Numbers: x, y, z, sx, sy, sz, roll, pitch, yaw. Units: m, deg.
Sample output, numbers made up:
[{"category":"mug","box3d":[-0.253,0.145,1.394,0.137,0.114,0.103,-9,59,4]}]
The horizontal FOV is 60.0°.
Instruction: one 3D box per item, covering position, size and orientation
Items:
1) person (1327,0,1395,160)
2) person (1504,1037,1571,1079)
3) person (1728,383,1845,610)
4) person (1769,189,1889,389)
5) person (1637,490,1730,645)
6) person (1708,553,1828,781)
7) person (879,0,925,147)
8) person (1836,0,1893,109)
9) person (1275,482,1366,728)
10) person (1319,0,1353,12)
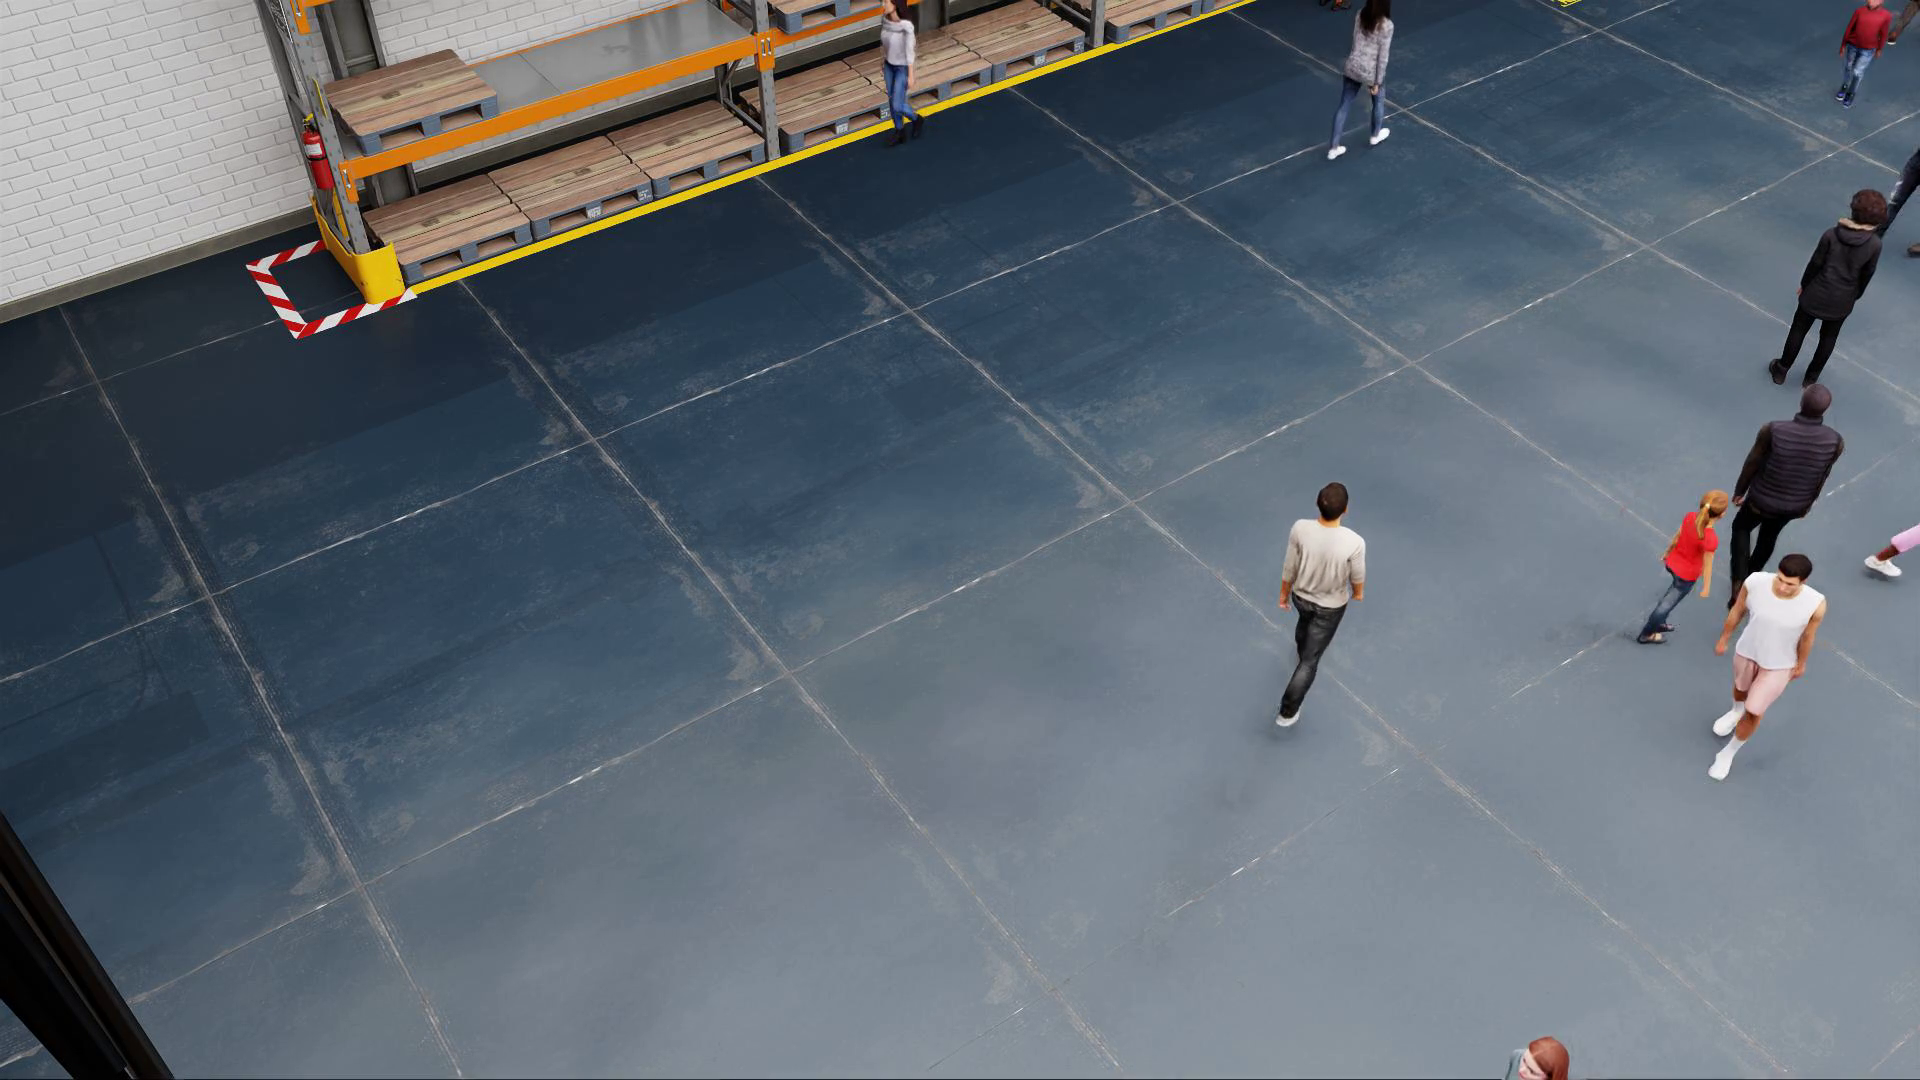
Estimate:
[{"category":"person","box3d":[3.727,-4.347,15.572,0.744,1.700,1.036,32,52,29]},{"category":"person","box3d":[2.745,2.879,7.994,1.169,1.691,0.709,-18,46,-18]},{"category":"person","box3d":[5.471,-0.213,11.148,0.978,1.817,1.061,12,45,13]},{"category":"person","box3d":[6.808,-1.945,12.992,0.738,1.781,0.773,15,46,15]},{"category":"person","box3d":[4.753,0.203,11.093,0.656,1.290,0.641,-4,44,-4]},{"category":"person","box3d":[5.028,0.667,10.280,0.742,1.740,0.962,35,53,31]},{"category":"person","box3d":[-0.521,-4.479,15.771,0.649,1.617,0.629,-29,51,-27]},{"category":"person","box3d":[9.003,-4.940,16.528,0.564,1.241,0.643,32,52,29]},{"category":"person","box3d":[2.244,0.433,10.501,0.944,1.774,1.231,23,48,22]},{"category":"person","box3d":[4.130,-6.547,17.905,0.535,1.668,0.596,-31,52,-29]}]
